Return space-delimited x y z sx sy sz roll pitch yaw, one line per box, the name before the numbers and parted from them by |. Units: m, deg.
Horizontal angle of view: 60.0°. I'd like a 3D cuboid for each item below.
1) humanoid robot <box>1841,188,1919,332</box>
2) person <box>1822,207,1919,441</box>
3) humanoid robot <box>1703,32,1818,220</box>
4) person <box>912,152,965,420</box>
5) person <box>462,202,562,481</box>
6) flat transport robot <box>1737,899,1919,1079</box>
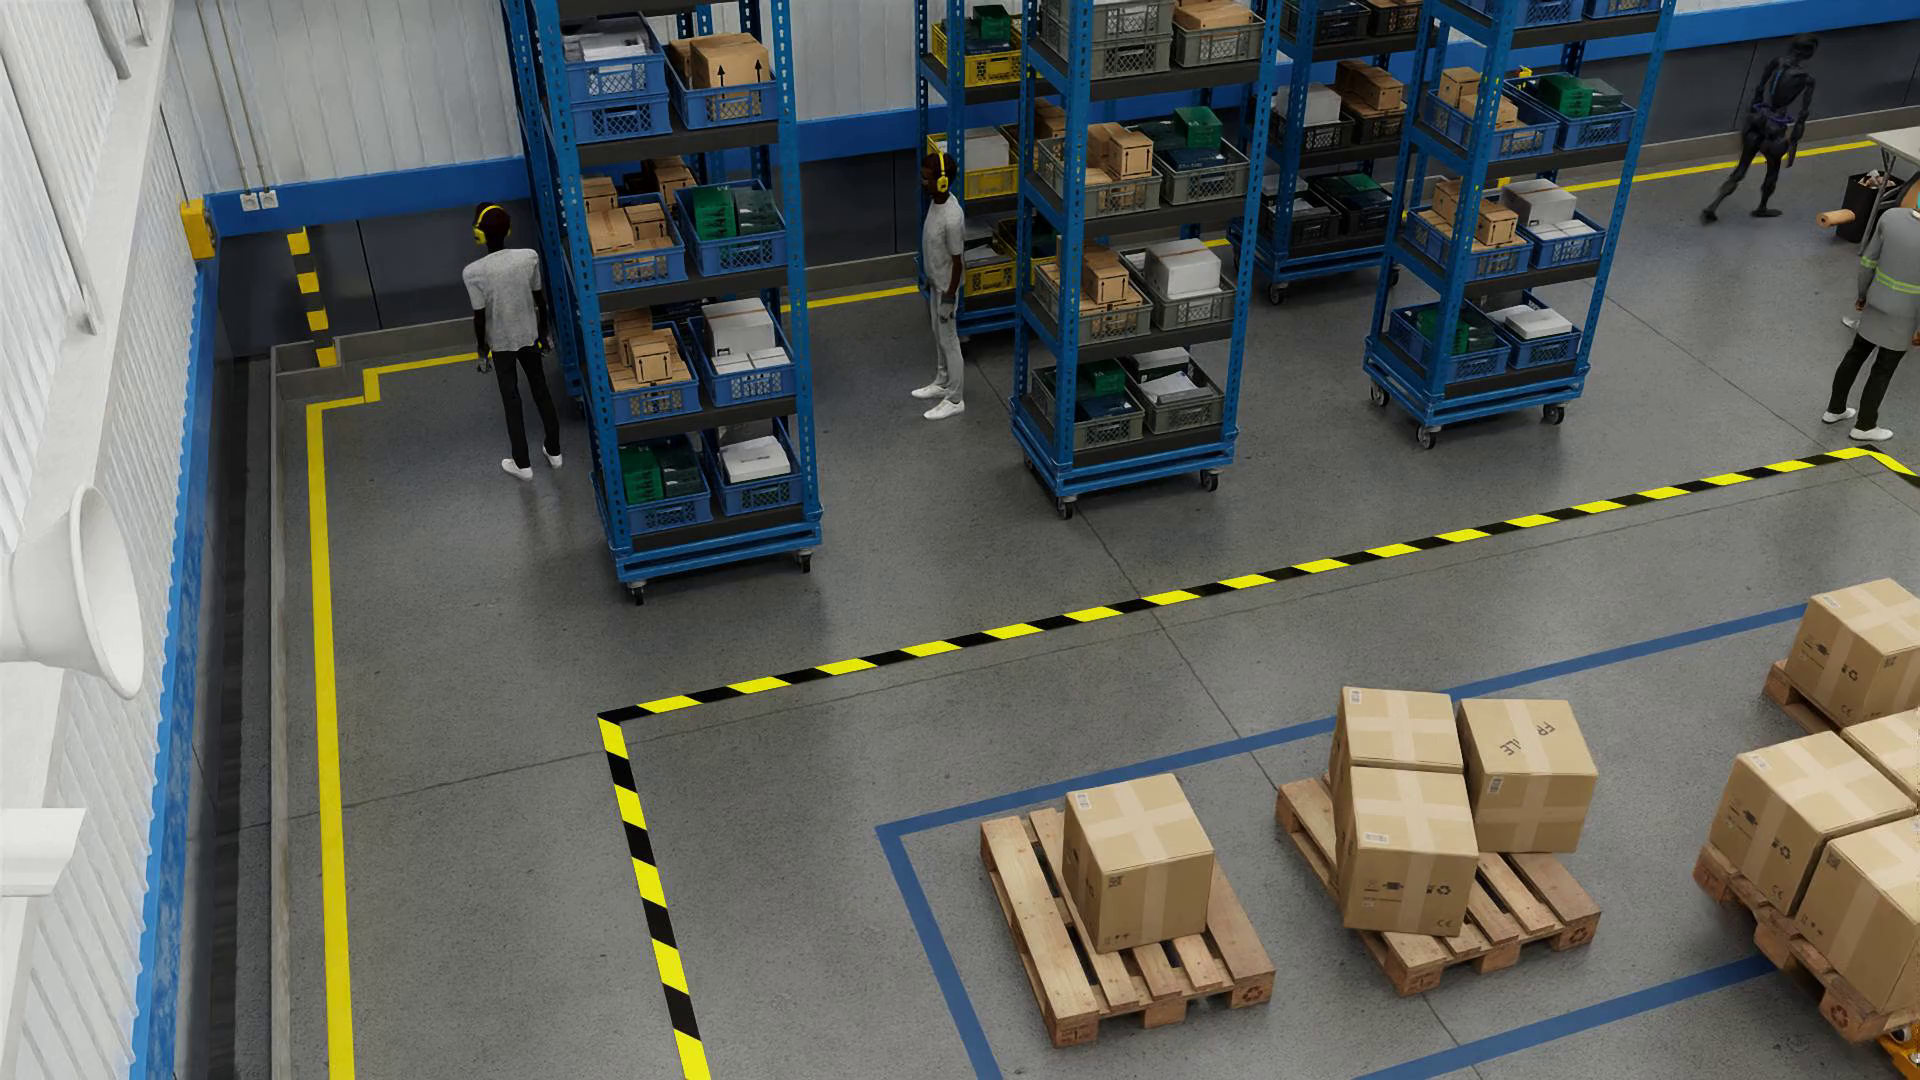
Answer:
humanoid robot | 7.032 -2.090 11.765 1.010 1.748 0.534 18 39 24
person | 6.109 -1.520 10.838 0.385 1.849 0.596 -12 37 -16
humanoid robot | 6.637 -3.370 13.671 0.720 1.654 0.608 -12 37 -16
person | -0.135 -1.683 11.052 0.329 1.873 0.511 -9 36 -12
person | -2.803 -1.240 10.421 0.509 1.876 0.329 -25 42 -31
flat transport robot | 4.101 1.804 7.473 0.652 0.197 1.431 -11 37 -15
